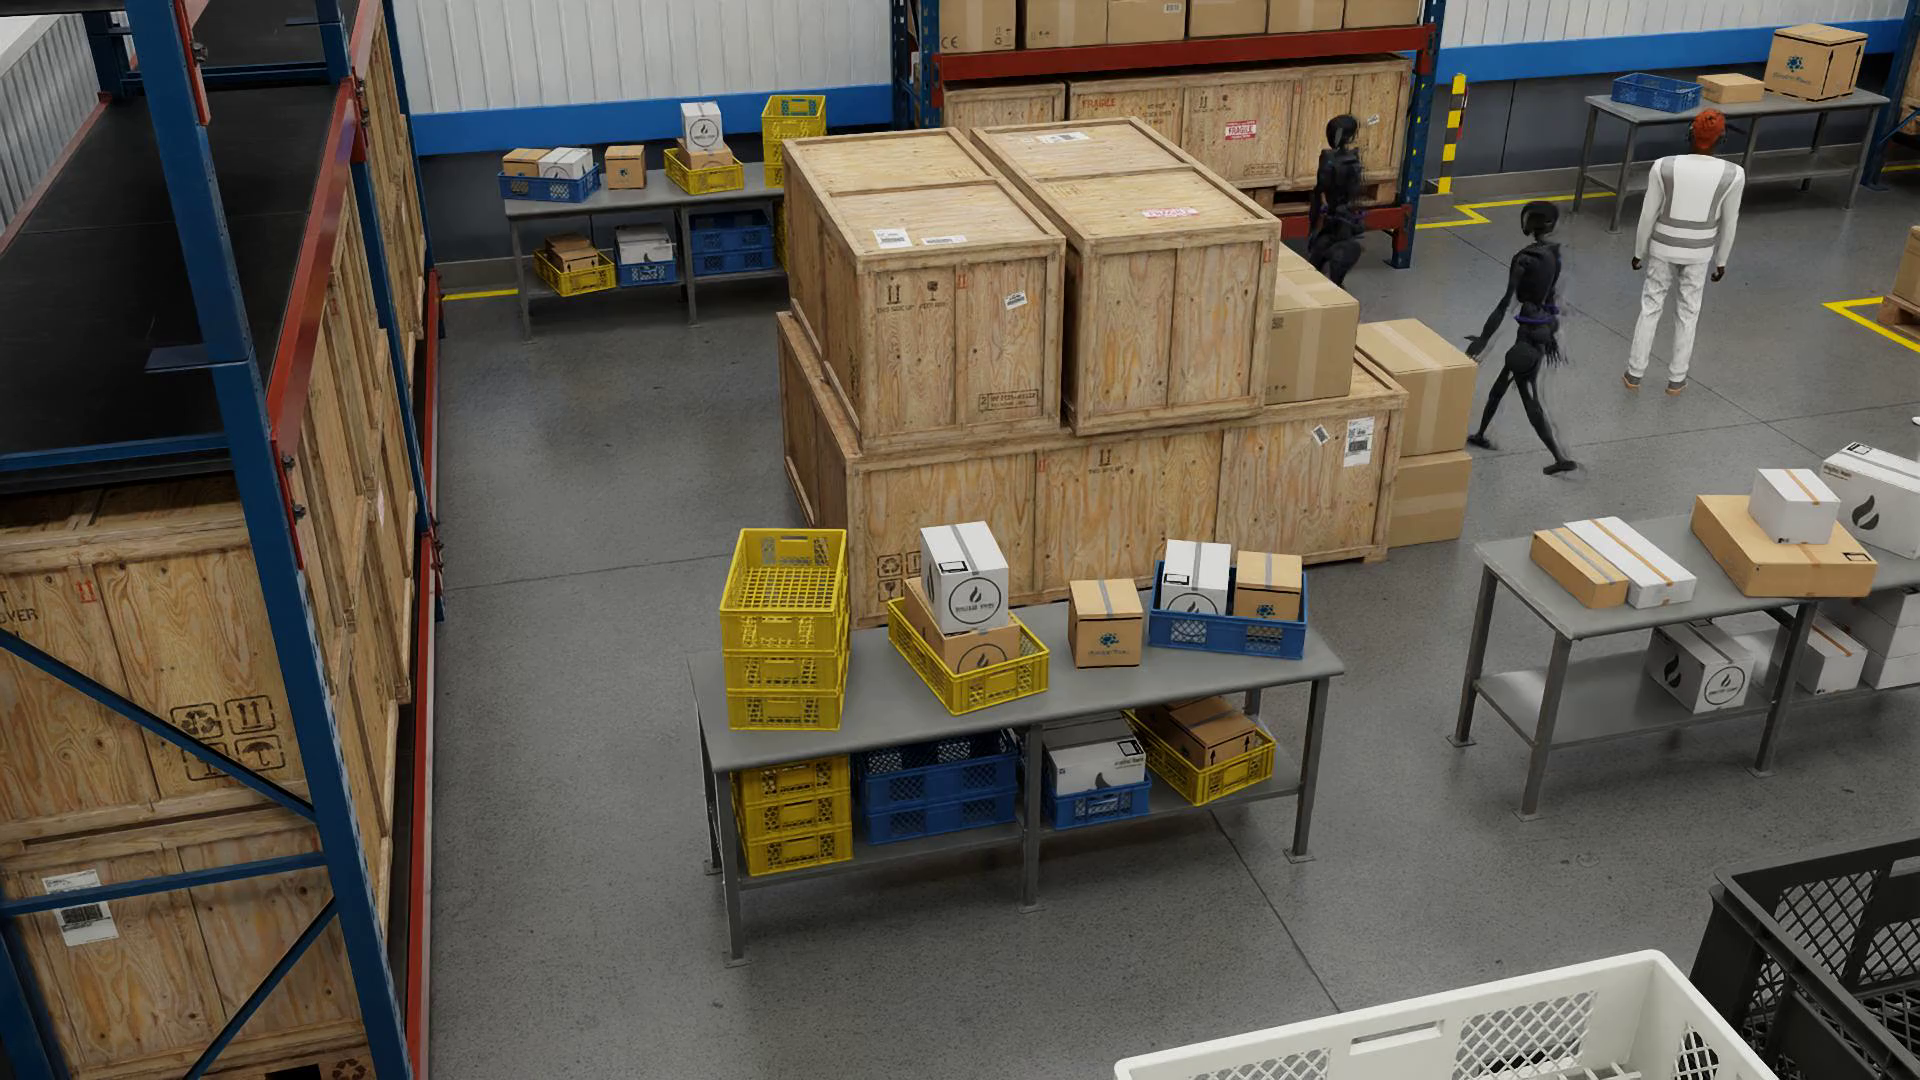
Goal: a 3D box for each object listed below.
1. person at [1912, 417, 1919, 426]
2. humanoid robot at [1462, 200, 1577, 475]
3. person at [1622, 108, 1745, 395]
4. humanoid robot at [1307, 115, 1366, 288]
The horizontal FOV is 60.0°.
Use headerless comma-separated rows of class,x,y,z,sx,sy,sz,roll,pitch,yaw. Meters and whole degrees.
person,6.261,-1.472,10.080,0.374,1.918,0.584,6,29,10
humanoid robot,3.422,-1.190,9.886,0.793,1.644,0.559,17,33,28
person,4.687,-1.858,10.815,0.583,1.882,0.345,11,31,19
humanoid robot,2.527,-2.087,11.441,0.457,1.652,0.611,-11,31,-20
